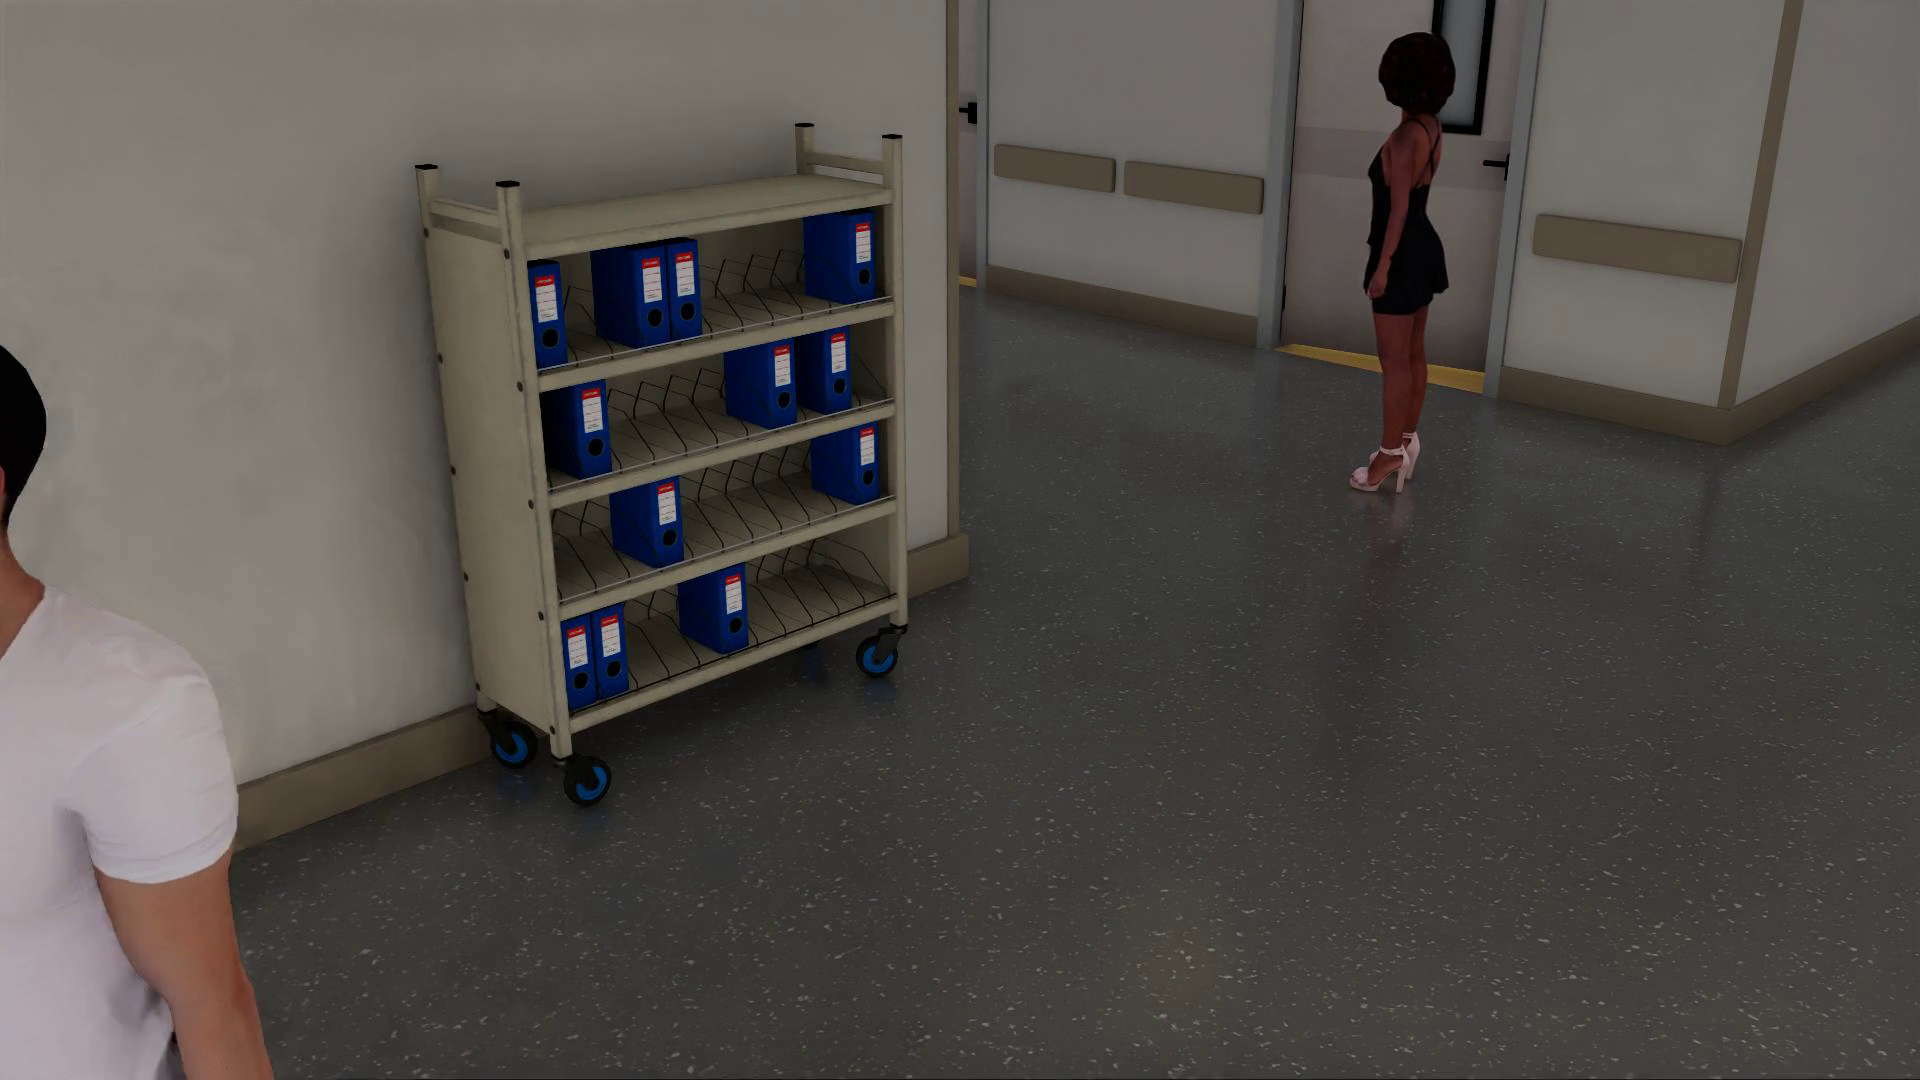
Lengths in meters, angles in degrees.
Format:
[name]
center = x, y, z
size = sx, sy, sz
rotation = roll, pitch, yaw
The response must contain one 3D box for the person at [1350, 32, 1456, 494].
[person]
center = 1.751, -1.066, 6.553
size = 0.673, 1.779, 0.542
rotation = 13, 24, 30
